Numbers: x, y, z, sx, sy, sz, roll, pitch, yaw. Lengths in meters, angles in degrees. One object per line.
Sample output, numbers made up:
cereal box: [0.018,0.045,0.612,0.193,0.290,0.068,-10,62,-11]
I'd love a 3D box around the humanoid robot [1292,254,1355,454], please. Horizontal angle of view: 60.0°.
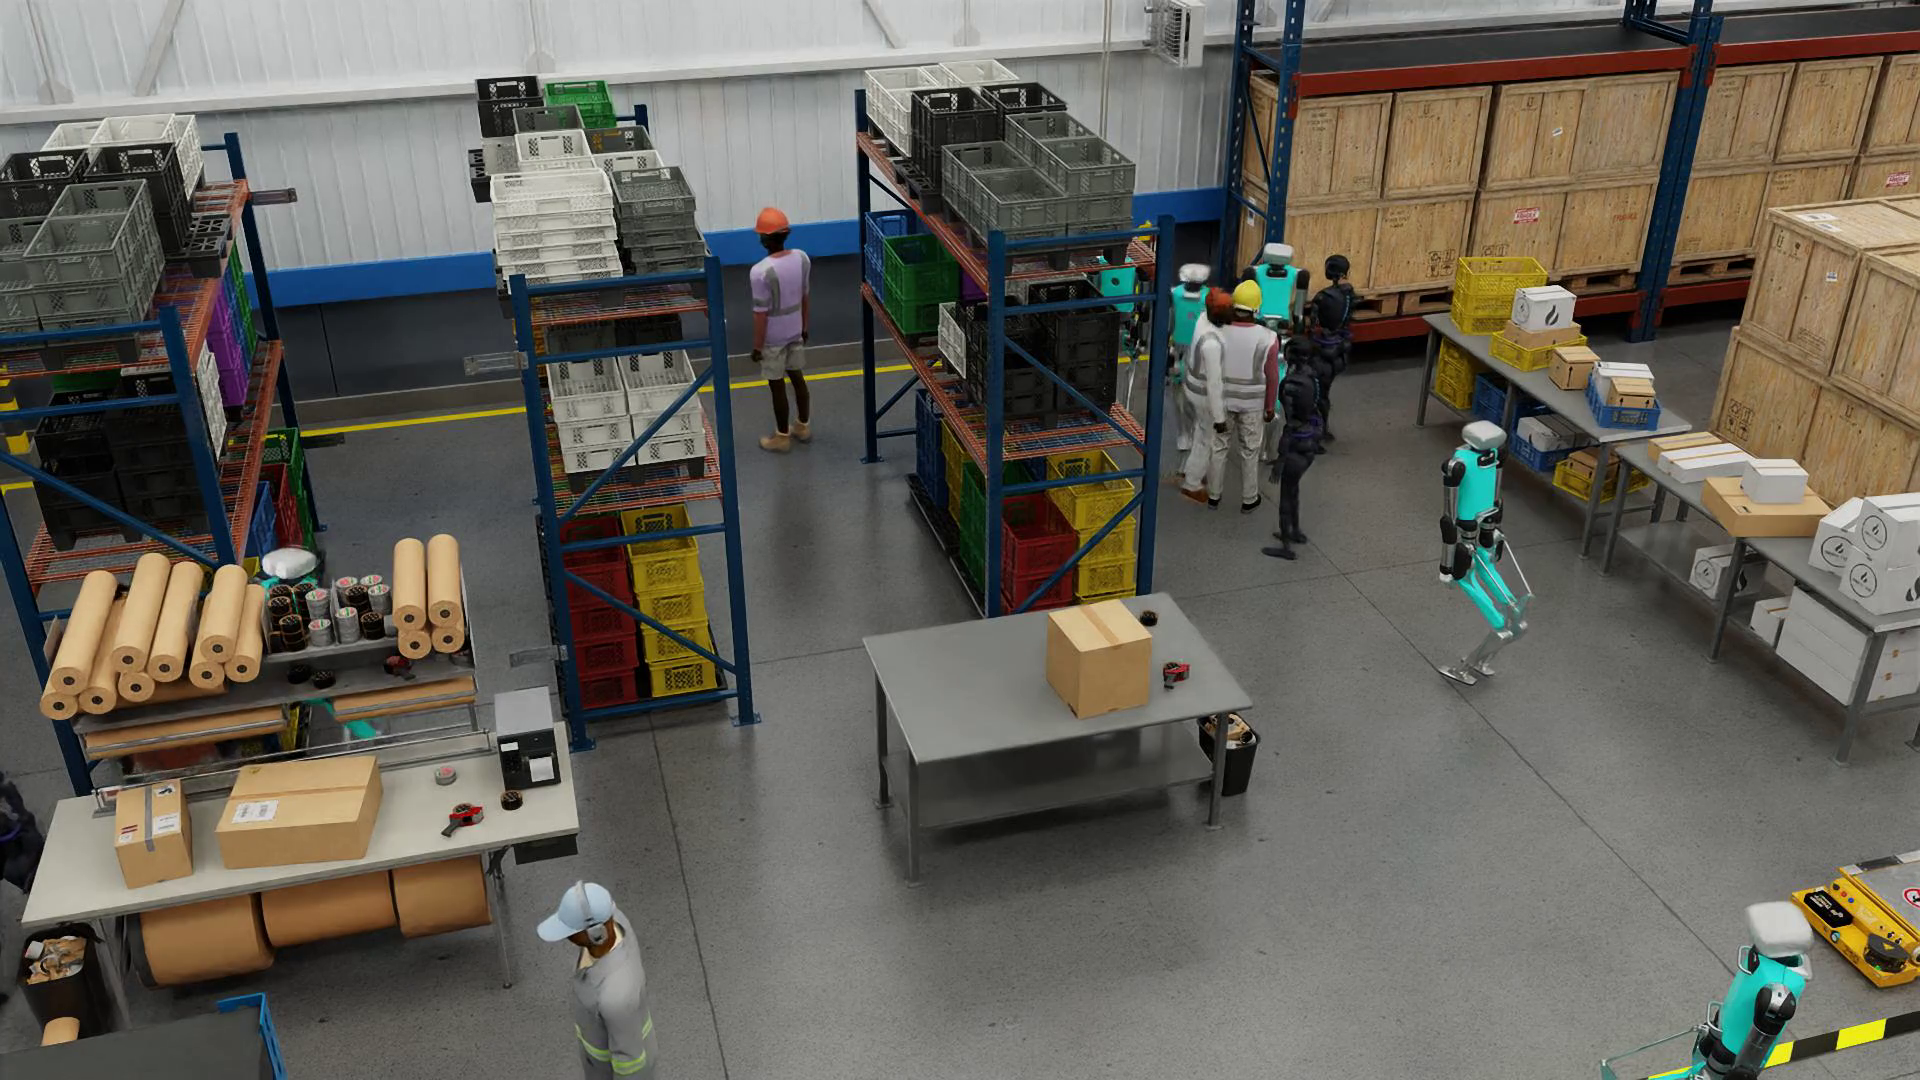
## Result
humanoid robot: [2.938,-1.506,13.434,0.596,1.655,0.345,-24,37,-36]

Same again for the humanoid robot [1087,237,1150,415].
humanoid robot: [1.348,-1.794,13.767,0.533,1.673,0.735,10,30,17]

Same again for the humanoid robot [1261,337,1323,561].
humanoid robot: [2.407,-0.670,11.912,0.309,1.651,0.613,15,32,25]

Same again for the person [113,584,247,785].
person: [-3.932,1.072,8.511,0.837,1.934,0.397,-1,29,-1]

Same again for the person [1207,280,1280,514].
person: [2.093,-1.066,12.474,0.586,1.834,0.404,11,30,18]

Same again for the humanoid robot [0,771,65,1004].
humanoid robot: [-4.630,1.519,7.970,0.592,1.624,0.752,3,29,5]

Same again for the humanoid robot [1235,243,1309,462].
humanoid robot: [2.455,-1.418,13.209,0.529,1.795,0.668,4,29,7]

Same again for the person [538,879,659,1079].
person: [-1.411,2.100,6.701,0.389,1.849,0.587,-9,30,-16]

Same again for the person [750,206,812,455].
person: [-1.461,-1.676,13.372,0.388,2.040,0.613,20,35,32]

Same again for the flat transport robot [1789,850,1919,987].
flat transport robot: [5.163,1.916,8.676,1.431,0.231,0.659,-8,30,-14]

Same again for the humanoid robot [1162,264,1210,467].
humanoid robot: [1.861,-1.436,13.269,0.537,1.759,0.923,8,30,14]

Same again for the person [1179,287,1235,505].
person: [1.874,-1.082,12.496,0.358,1.837,0.675,3,29,6]

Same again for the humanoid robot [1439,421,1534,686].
humanoid robot: [3.301,0.137,10.289,0.531,1.706,0.734,-20,35,-32]

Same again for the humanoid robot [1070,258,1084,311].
humanoid robot: [0.790,-1.543,13.513,0.396,1.635,0.608,7,29,12]

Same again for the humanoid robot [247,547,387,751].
humanoid robot: [-3.473,0.798,9.303,0.543,1.902,0.722,9,30,16]

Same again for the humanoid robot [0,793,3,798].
humanoid robot: [-5.770,0.909,9.097,0.615,1.645,0.658,12,31,21]

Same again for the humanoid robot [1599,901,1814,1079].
humanoid robot: [2.862,2.101,6.675,0.735,1.677,0.533,12,31,21]
